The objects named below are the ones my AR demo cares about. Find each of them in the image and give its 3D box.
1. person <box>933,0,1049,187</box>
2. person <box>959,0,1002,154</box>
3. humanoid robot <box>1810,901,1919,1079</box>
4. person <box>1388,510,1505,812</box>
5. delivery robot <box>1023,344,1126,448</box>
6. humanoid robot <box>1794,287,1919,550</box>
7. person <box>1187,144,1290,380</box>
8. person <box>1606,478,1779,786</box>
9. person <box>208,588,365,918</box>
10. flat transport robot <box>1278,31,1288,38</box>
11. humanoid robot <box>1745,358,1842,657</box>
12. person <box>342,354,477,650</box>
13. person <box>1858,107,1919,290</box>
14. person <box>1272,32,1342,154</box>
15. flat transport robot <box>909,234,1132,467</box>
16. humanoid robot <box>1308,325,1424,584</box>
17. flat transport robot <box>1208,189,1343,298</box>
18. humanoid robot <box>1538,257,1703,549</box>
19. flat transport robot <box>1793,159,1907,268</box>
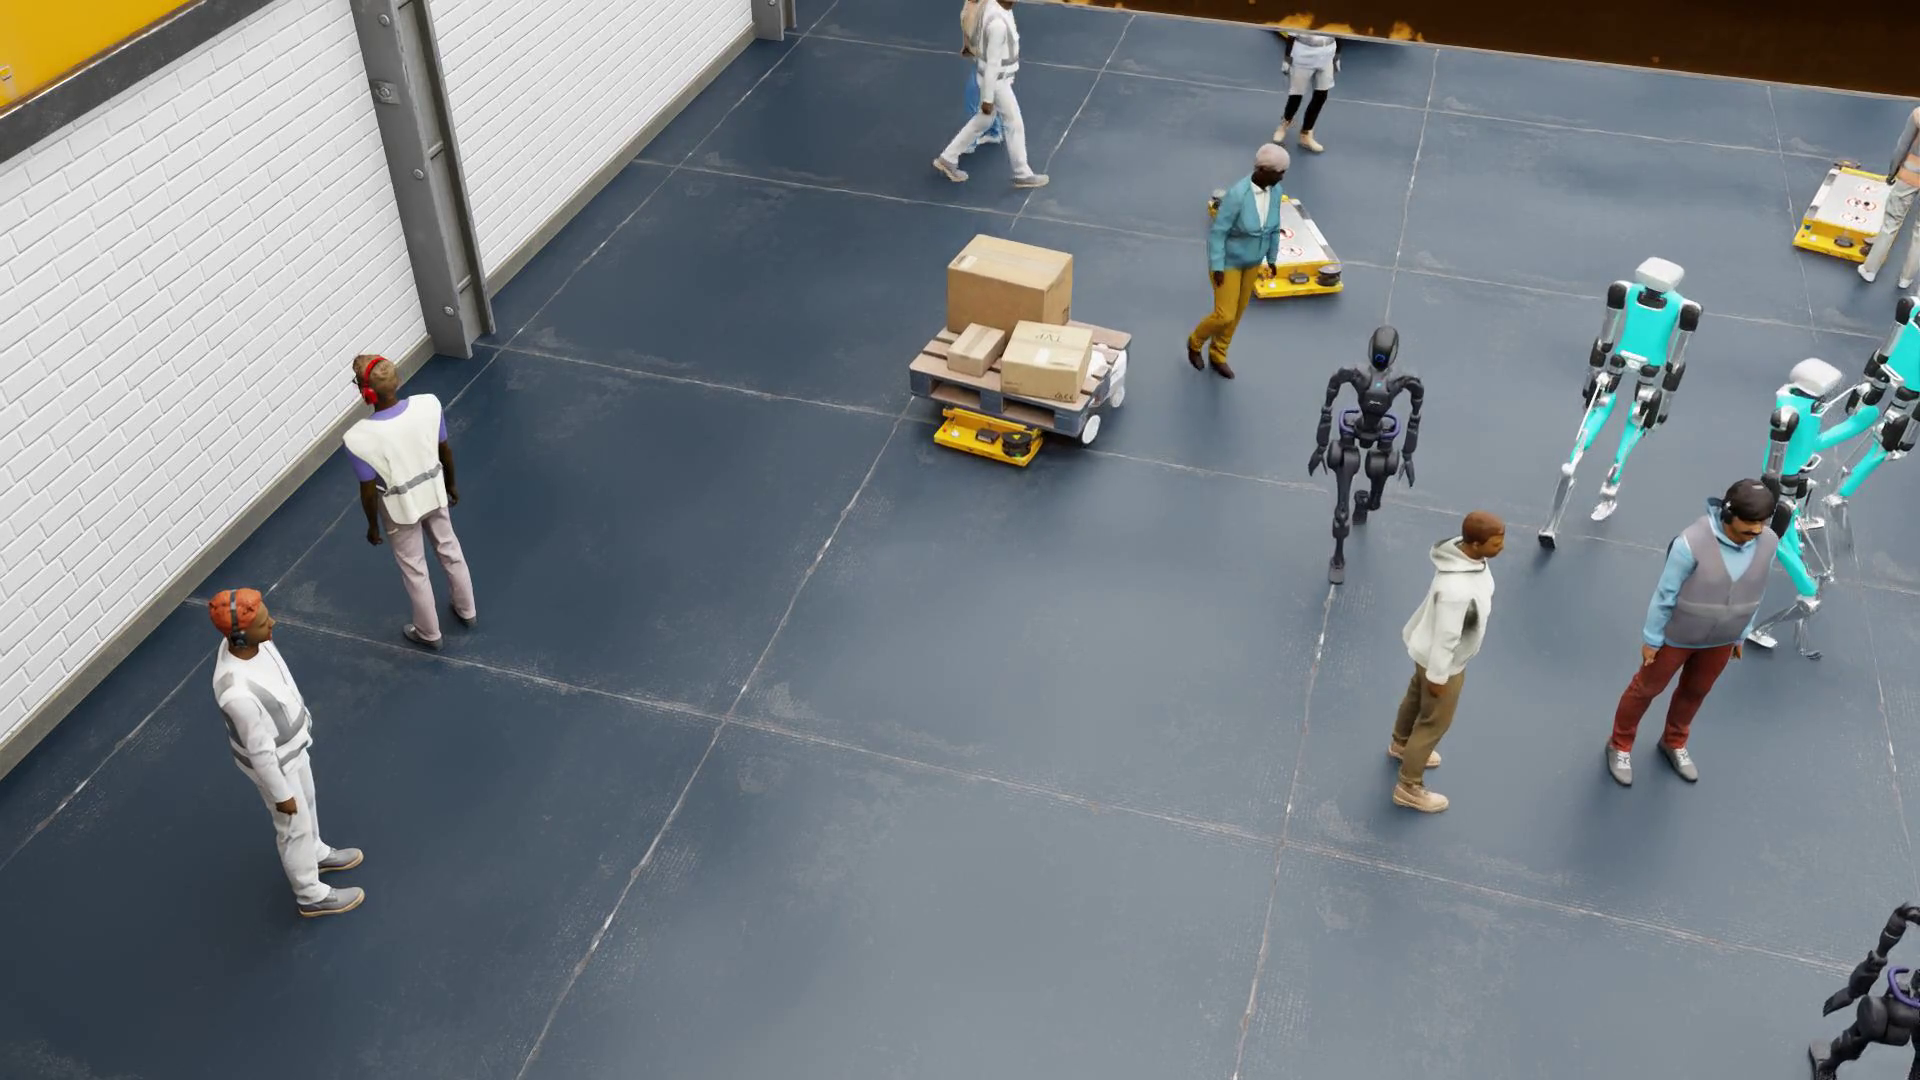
[{"bbox_3d":[0.242,-3.696,13.351,0.925,1.848,0.577,-1,39,-1],"label":"person"},{"bbox_3d":[0.139,-4.015,13.868,0.537,1.687,0.558,-8,40,-10],"label":"person"},{"bbox_3d":[3.816,1.861,6.601,0.613,1.627,0.768,7,39,9],"label":"humanoid robot"},{"bbox_3d":[2.348,0.550,8.132,0.391,1.757,0.534,11,40,13],"label":"person"},{"bbox_3d":[0.791,-1.027,11.035,0.499,0.571,0.756,24,45,27],"label":"delivery robot"},{"bbox_3d":[5.200,-0.653,9.672,0.767,1.812,0.545,-8,40,-10],"label":"humanoid robot"},{"bbox_3d":[1.877,-1.852,11.144,0.547,1.724,0.409,-23,44,-26],"label":"person"},{"bbox_3d":[3.611,0.440,8.181,0.542,1.872,0.412,-3,39,-4],"label":"person"},{"bbox_3d":[-3.071,0.965,7.526,0.354,1.878,0.566,-7,39,-9],"label":"person"},{"bbox_3d":[3.777,-5.227,16.506,1.431,0.231,0.659,-11,40,-14],"label":"flat transport robot"},{"bbox_3d":[4.572,-0.045,8.979,0.786,1.895,0.533,29,47,31],"label":"humanoid robot"},{"bbox_3d":[-2.950,-0.192,8.983,0.383,1.846,0.569,29,47,31],"label":"person"},{"bbox_3d":[7.054,-2.623,12.177,0.516,1.632,0.313,16,42,19],"label":"person"},{"bbox_3d":[2.913,-4.059,13.932,0.553,1.670,0.489,-14,41,-17],"label":"person"},{"bbox_3d":[0.420,-1.012,11.263,0.659,0.231,1.431,16,42,19],"label":"flat transport robot"},{"bbox_3d":[2.346,-0.579,9.632,0.611,1.638,0.717,7,39,9],"label":"humanoid robot"},{"bbox_3d":[2.431,-2.317,12.887,0.659,0.231,1.431,-5,39,-7],"label":"flat transport robot"},{"bbox_3d":[3.757,-0.684,9.706,0.545,1.769,0.983,27,46,30],"label":"humanoid robot"},{"bbox_3d":[7.159,-2.615,13.257,0.659,0.231,1.431,23,44,25],"label":"flat transport robot"}]
